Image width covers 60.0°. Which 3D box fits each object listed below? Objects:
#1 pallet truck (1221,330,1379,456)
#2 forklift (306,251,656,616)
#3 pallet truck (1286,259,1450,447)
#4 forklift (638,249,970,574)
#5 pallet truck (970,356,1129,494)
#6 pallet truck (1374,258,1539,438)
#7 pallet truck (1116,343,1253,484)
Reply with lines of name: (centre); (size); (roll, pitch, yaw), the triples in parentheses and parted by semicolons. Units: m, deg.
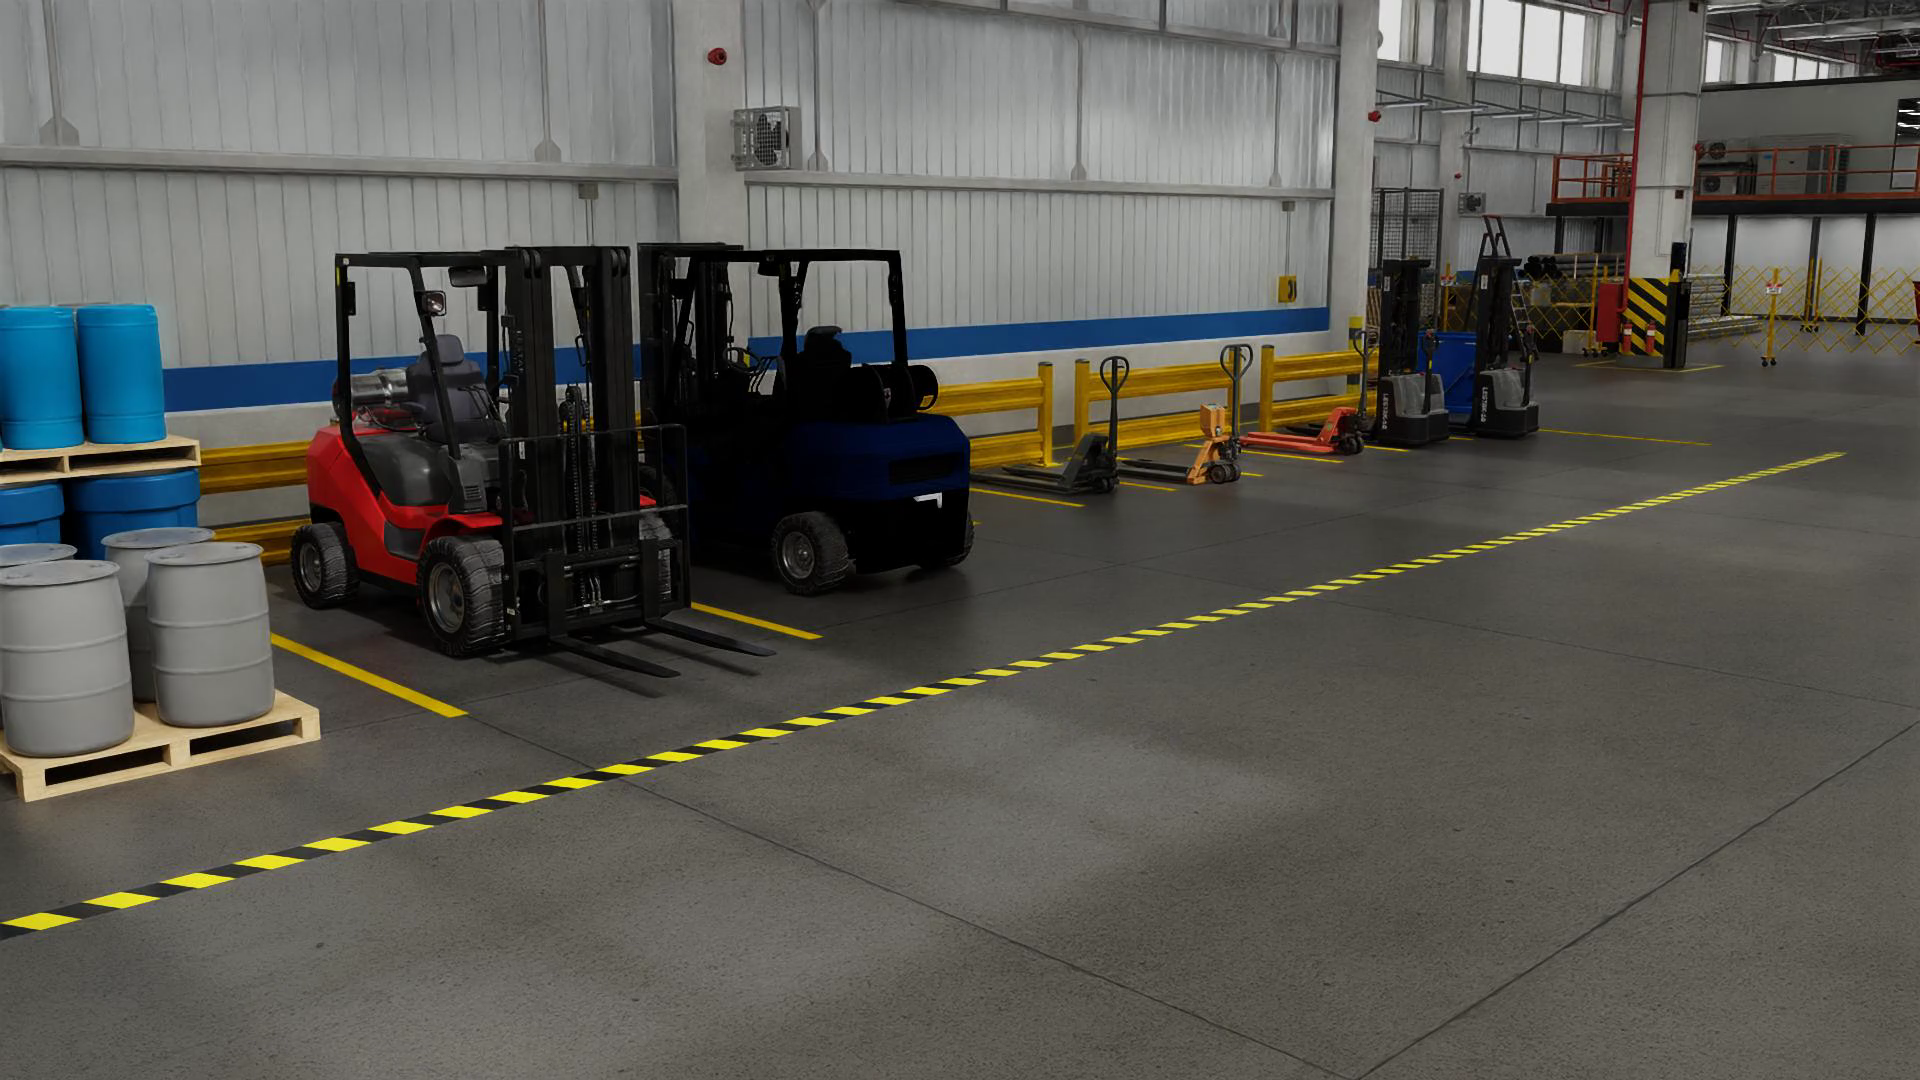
pallet truck: (3.563, -1.581, 17.381); (0.653, 1.274, 1.630); (-10, 14, -44)
forklift: (-2.833, -0.669, 9.694); (1.157, 1.987, 2.680); (-10, 14, -44)
pallet truck: (4.493, -2.078, 18.196); (0.823, 1.965, 1.885); (-9, 14, -40)
forklift: (-1.173, -0.958, 11.239); (2.680, 1.987, 1.157); (10, 14, 43)
pallet truck: (0.784, -1.085, 14.876); (0.680, 1.201, 1.601); (-10, 14, -44)
pallet truck: (5.704, -2.208, 18.901); (1.885, 1.965, 0.823); (10, 14, 43)
pallet truck: (1.962, -1.215, 15.415); (1.522, 1.261, 0.704); (10, 14, 43)
